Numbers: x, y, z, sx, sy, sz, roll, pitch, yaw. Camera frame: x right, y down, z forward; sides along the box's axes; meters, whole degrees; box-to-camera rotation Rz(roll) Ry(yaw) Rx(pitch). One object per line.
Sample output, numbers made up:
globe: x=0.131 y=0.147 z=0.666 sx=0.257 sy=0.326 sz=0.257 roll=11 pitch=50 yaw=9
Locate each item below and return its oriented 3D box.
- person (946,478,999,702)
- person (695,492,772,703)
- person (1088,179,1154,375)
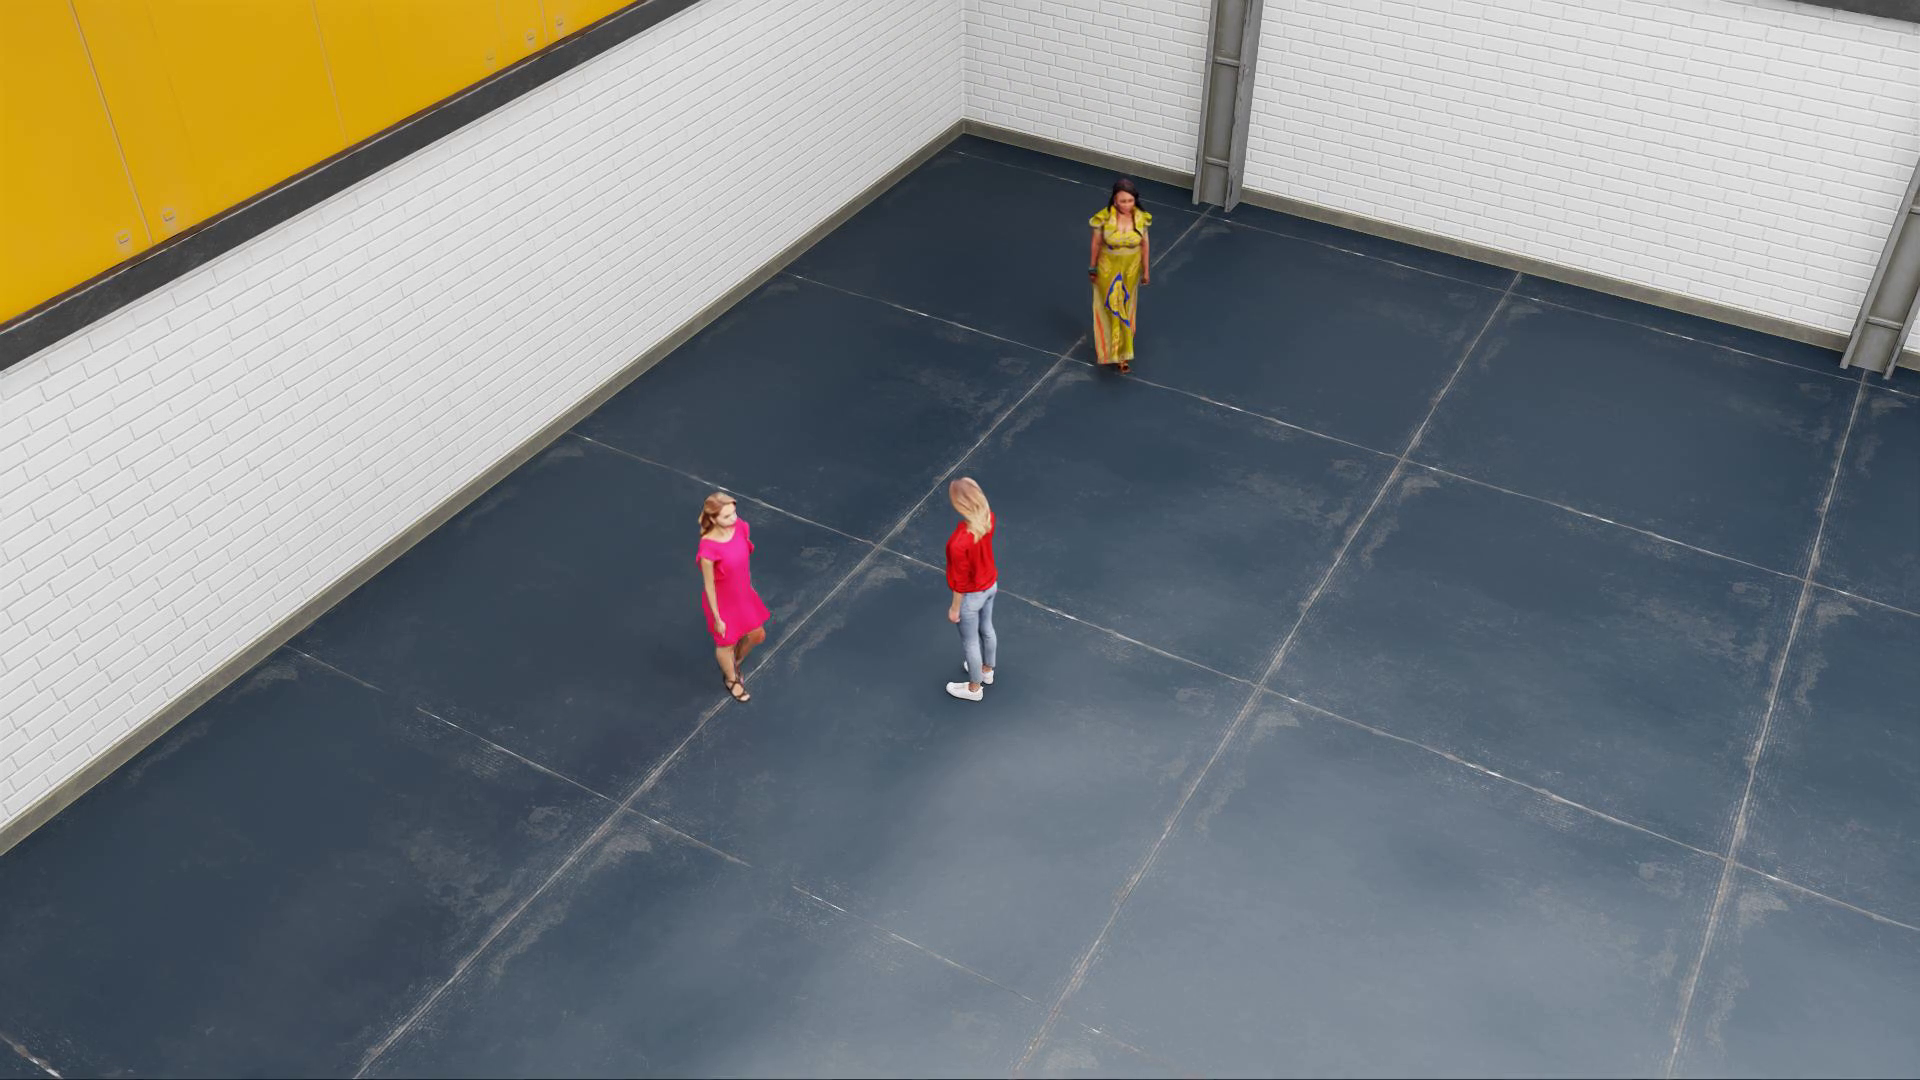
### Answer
person: x=0.087 y=0.323 z=10.560 sx=0.510 sy=1.704 sz=0.612 roll=20 pitch=43 yaw=24
person: x=-1.532 y=0.345 z=10.524 sx=0.647 sy=1.715 sz=0.621 roll=23 pitch=44 yaw=26
person: x=1.296 y=-2.281 z=13.891 sx=1.250 sy=1.616 sz=1.325 roll=-11 pitch=40 yaw=-13
